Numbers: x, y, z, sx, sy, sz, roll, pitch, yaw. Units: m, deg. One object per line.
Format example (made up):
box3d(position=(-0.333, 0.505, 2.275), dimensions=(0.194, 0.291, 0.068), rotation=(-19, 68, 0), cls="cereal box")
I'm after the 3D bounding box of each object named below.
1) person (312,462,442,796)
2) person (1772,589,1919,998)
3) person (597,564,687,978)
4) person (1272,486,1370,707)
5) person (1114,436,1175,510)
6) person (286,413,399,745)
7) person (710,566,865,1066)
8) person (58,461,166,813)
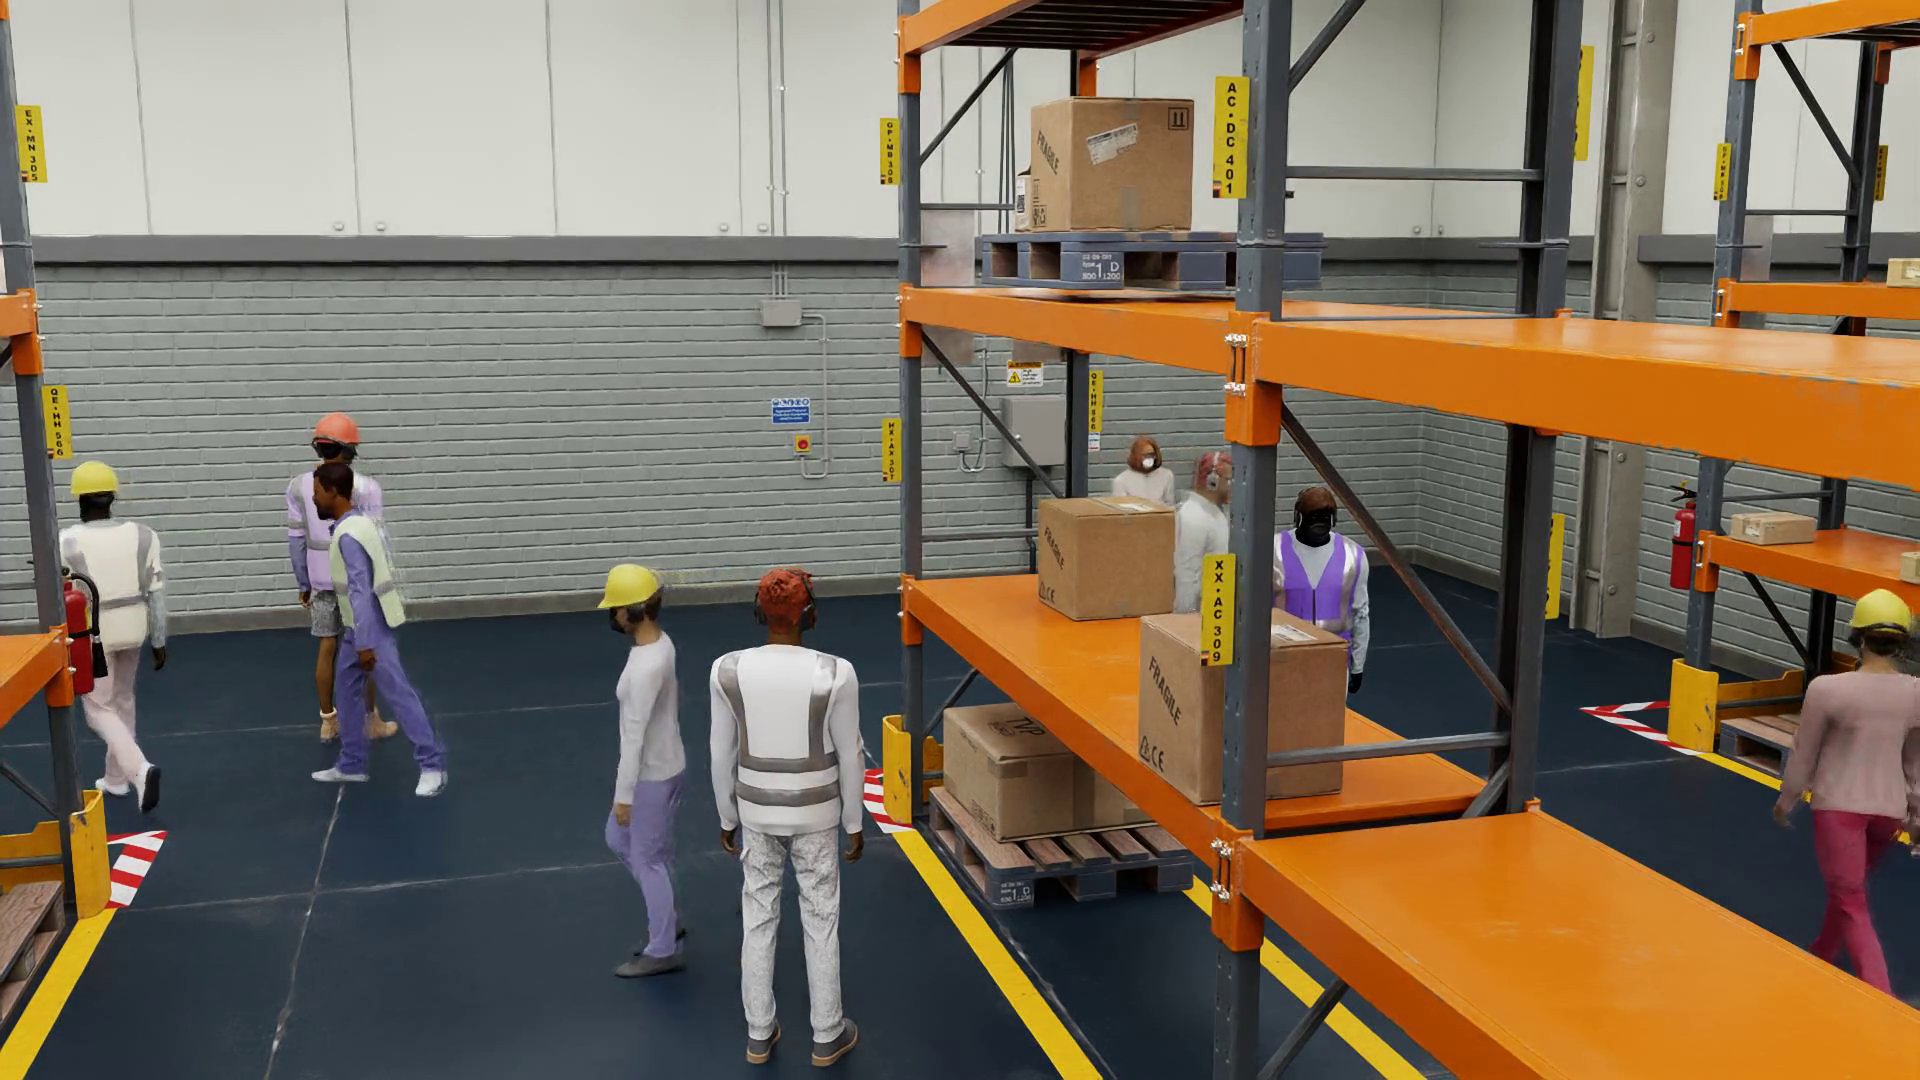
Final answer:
box3d(position=(-3.281, 0.495, 9.294), dimensions=(0.708, 1.871, 0.653), rotation=(-4, 11, -22), cls="person")
box3d(position=(3.533, 1.049, 6.505), dimensions=(0.518, 1.723, 0.906), rotation=(-1, 10, -4), cls="person")
box3d(position=(-1.326, 0.963, 6.902), dimensions=(0.373, 1.749, 0.557), rotation=(-1, 10, -5), cls="person")
box3d(position=(1.797, 0.629, 8.595), dimensions=(0.626, 1.837, 0.428), rotation=(1, 10, 4), cls="person")
box3d(position=(1.419, -0.001, 12.770), dimensions=(0.532, 1.615, 0.364), rotation=(-3, 10, -15), cls="person")
box3d(position=(-3.770, 0.240, 10.196), dimensions=(0.615, 2.042, 0.376), rotation=(1, 10, 8), cls="person")
box3d(position=(-0.629, 1.028, 6.166), dimensions=(0.574, 1.883, 0.356), rotation=(1, 10, 8), cls="person")
box3d(position=(-4.569, 0.524, 8.981), dimensions=(0.799, 1.904, 0.595), rotation=(8, 13, 37), cls="person")
